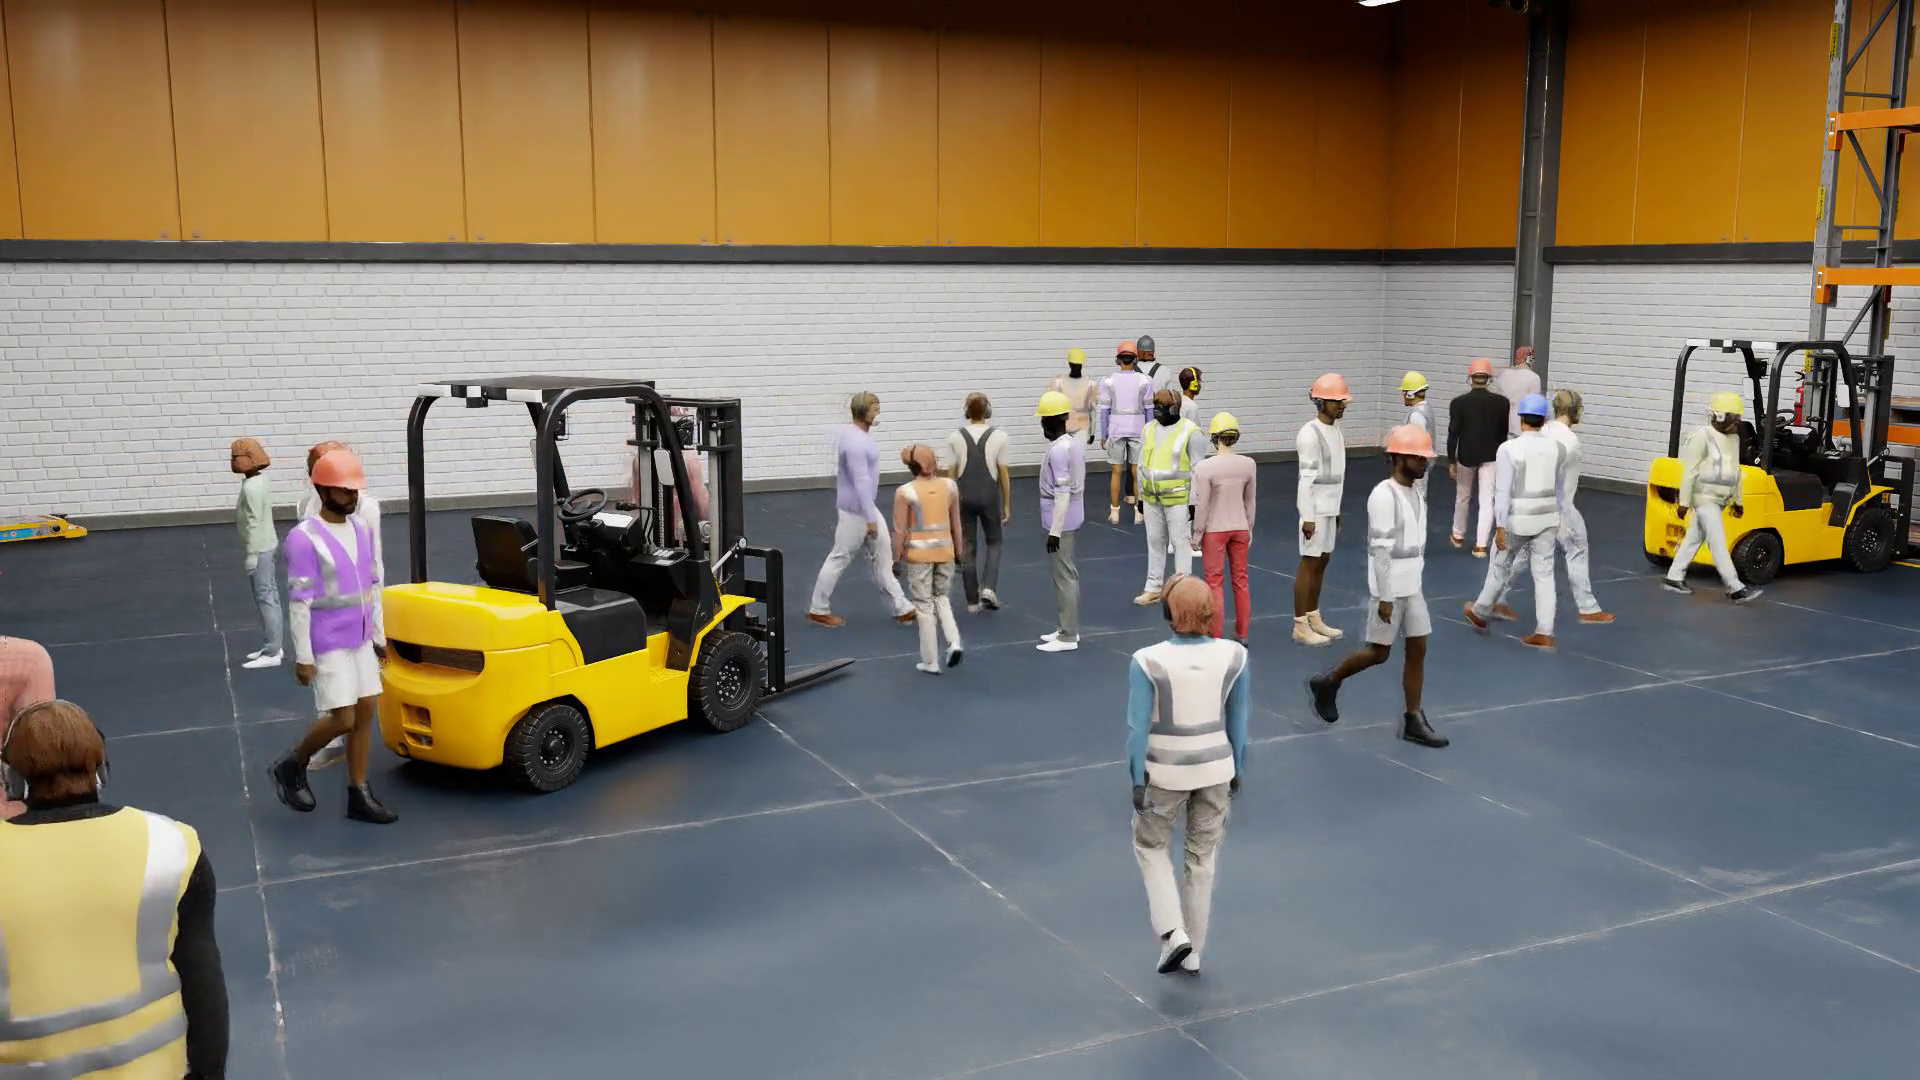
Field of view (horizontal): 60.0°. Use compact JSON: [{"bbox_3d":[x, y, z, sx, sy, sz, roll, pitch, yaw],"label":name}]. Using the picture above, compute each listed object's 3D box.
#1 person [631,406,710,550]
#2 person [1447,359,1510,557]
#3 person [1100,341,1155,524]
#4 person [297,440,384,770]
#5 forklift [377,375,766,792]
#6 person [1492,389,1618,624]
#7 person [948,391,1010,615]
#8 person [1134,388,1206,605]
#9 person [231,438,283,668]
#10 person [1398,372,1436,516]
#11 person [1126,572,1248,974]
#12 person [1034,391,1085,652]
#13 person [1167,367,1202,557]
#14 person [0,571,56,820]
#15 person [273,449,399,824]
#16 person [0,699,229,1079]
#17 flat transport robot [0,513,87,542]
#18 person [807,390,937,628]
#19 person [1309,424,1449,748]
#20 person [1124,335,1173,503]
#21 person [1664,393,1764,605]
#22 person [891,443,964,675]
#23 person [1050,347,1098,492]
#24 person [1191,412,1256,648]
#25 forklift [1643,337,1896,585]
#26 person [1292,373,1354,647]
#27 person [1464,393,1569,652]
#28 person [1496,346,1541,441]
[{"bbox_3d":[-2.013,-0.062,12.030,0.956,1.854,0.639,-9,13,-44],"label":"person"},{"bbox_3d":[5.140,-0.825,16.538,0.596,1.930,1.007,2,9,11],"label":"person"},{"bbox_3d":[1.851,-1.190,18.475,0.607,2.039,0.380,1,9,5],"label":"person"},{"bbox_3d":[-3.470,0.349,9.452,0.591,1.868,0.620,4,10,21],"label":"person"},{"bbox_3d":[-2.268,0.149,9.685,1.214,2.155,2.313,6,11,32],"label":"forklift"},{"bbox_3d":[4.681,-0.259,13.206,1.047,1.888,0.629,0,9,-1],"label":"person"},{"bbox_3d":[0.150,-0.294,13.549,0.521,1.830,0.391,1,9,6],"label":"person"},{"bbox_3d":[1.721,-0.340,13.815,0.629,1.840,0.429,9,13,43],"label":"person"},{"bbox_3d":[-4.989,0.087,11.802,0.279,1.633,0.501,-2,9,-14],"label":"person"},{"bbox_3d":[4.435,-0.728,16.258,0.404,1.829,0.591,3,10,20],"label":"person"},{"bbox_3d":[0.898,0.937,6.551,0.520,1.627,0.412,-2,9,-11],"label":"person"},{"bbox_3d":[0.722,-0.134,12.275,0.381,1.923,0.591,2,9,11],"label":"person"},{"bbox_3d":[2.245,-0.768,16.389,0.314,1.867,0.537,-3,10,-17],"label":"person"},{"bbox_3d":[-3.254,0.923,5.575,0.654,1.964,0.836,-1,9,-8],"label":"person"},{"bbox_3d":[-3.162,0.494,8.397,0.545,1.918,0.549,3,10,19],"label":"person"},{"bbox_3d":[-2.020,1.275,3.853,0.641,1.823,0.562,-6,11,-32],"label":"person"},{"bbox_3d":[-9.879,-0.093,17.133,0.652,0.197,1.431,8,12,42],"label":"flat transport robot"},{"bbox_3d":[-0.739,-0.222,12.960,1.037,1.883,0.655,1,9,5],"label":"person"},{"bbox_3d":[2.540,0.254,9.922,0.551,1.919,0.822,-9,13,-44],"label":"person"},{"bbox_3d":[2.228,-1.459,20.134,0.674,2.000,0.535,0,9,1],"label":"person"},{"bbox_3d":[6.460,-0.361,14.158,0.608,1.769,0.955,-7,11,-35],"label":"person"},{"bbox_3d":[-0.226,0.132,11.532,0.532,1.619,0.353,-6,11,-31],"label":"person"},{"bbox_3d":[1.376,-1.393,20.170,0.593,1.900,0.817,1,9,3],"label":"person"},{"bbox_3d":[1.943,-0.062,12.320,0.528,1.767,0.329,-4,10,-23],"label":"person"},{"bbox_3d":[7.551,-0.789,15.507,2.313,2.155,1.214,-4,10,-25],"label":"forklift"},{"bbox_3d":[2.743,-0.230,12.505,0.396,2.042,0.611,6,11,33],"label":"person"},{"bbox_3d":[4.214,-0.153,12.512,0.619,1.883,1.003,-2,9,-14],"label":"person"},{"bbox_3d":[6.796,-1.389,20.132,0.407,1.904,0.639,-5,11,-30],"label":"person"}]
